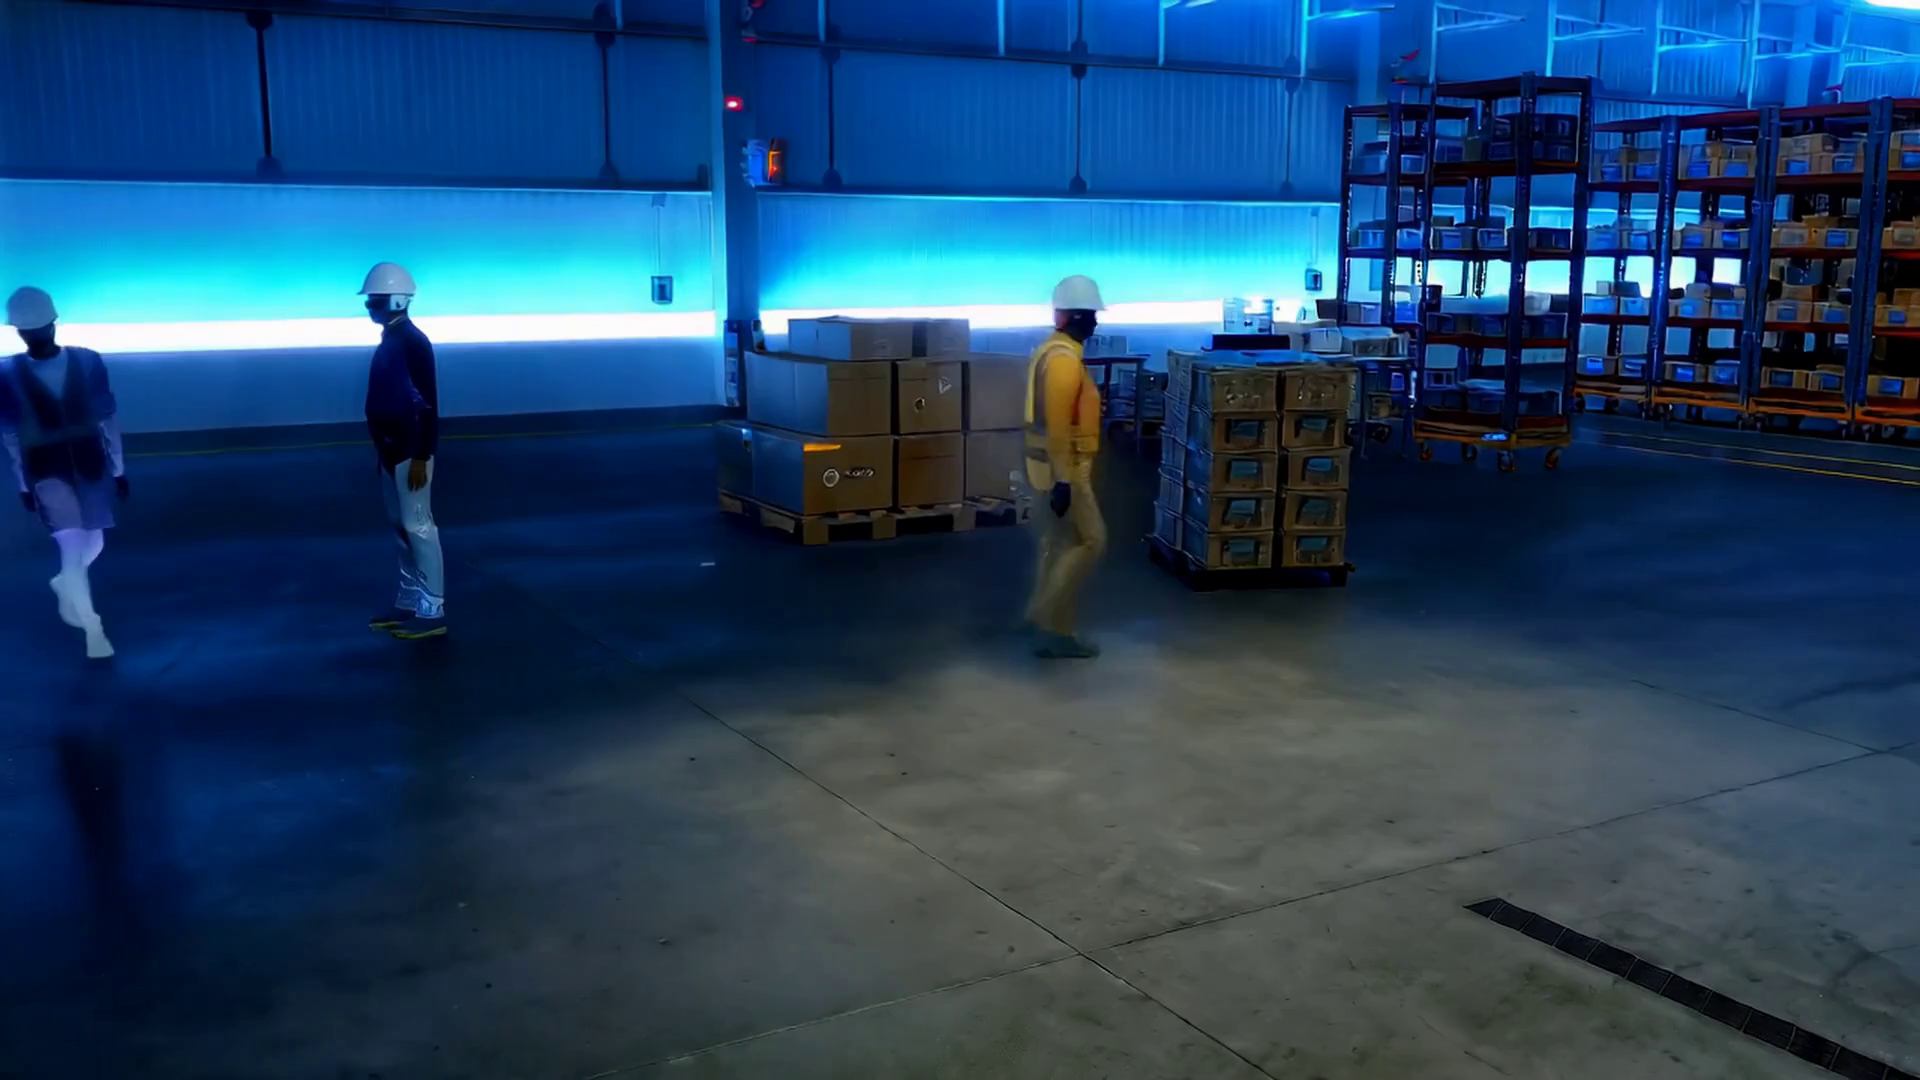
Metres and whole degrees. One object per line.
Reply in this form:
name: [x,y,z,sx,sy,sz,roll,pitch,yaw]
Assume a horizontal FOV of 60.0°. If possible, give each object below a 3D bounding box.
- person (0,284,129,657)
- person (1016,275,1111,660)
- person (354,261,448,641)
person: [-4.668,-0.377,8.607,0.569,1.896,0.883,-9,13,-41]
person: [0.538,-0.338,8.256,0.441,1.933,0.639,0,10,1]
person: [-2.969,-0.471,8.842,0.381,1.994,0.622,-7,12,-36]
